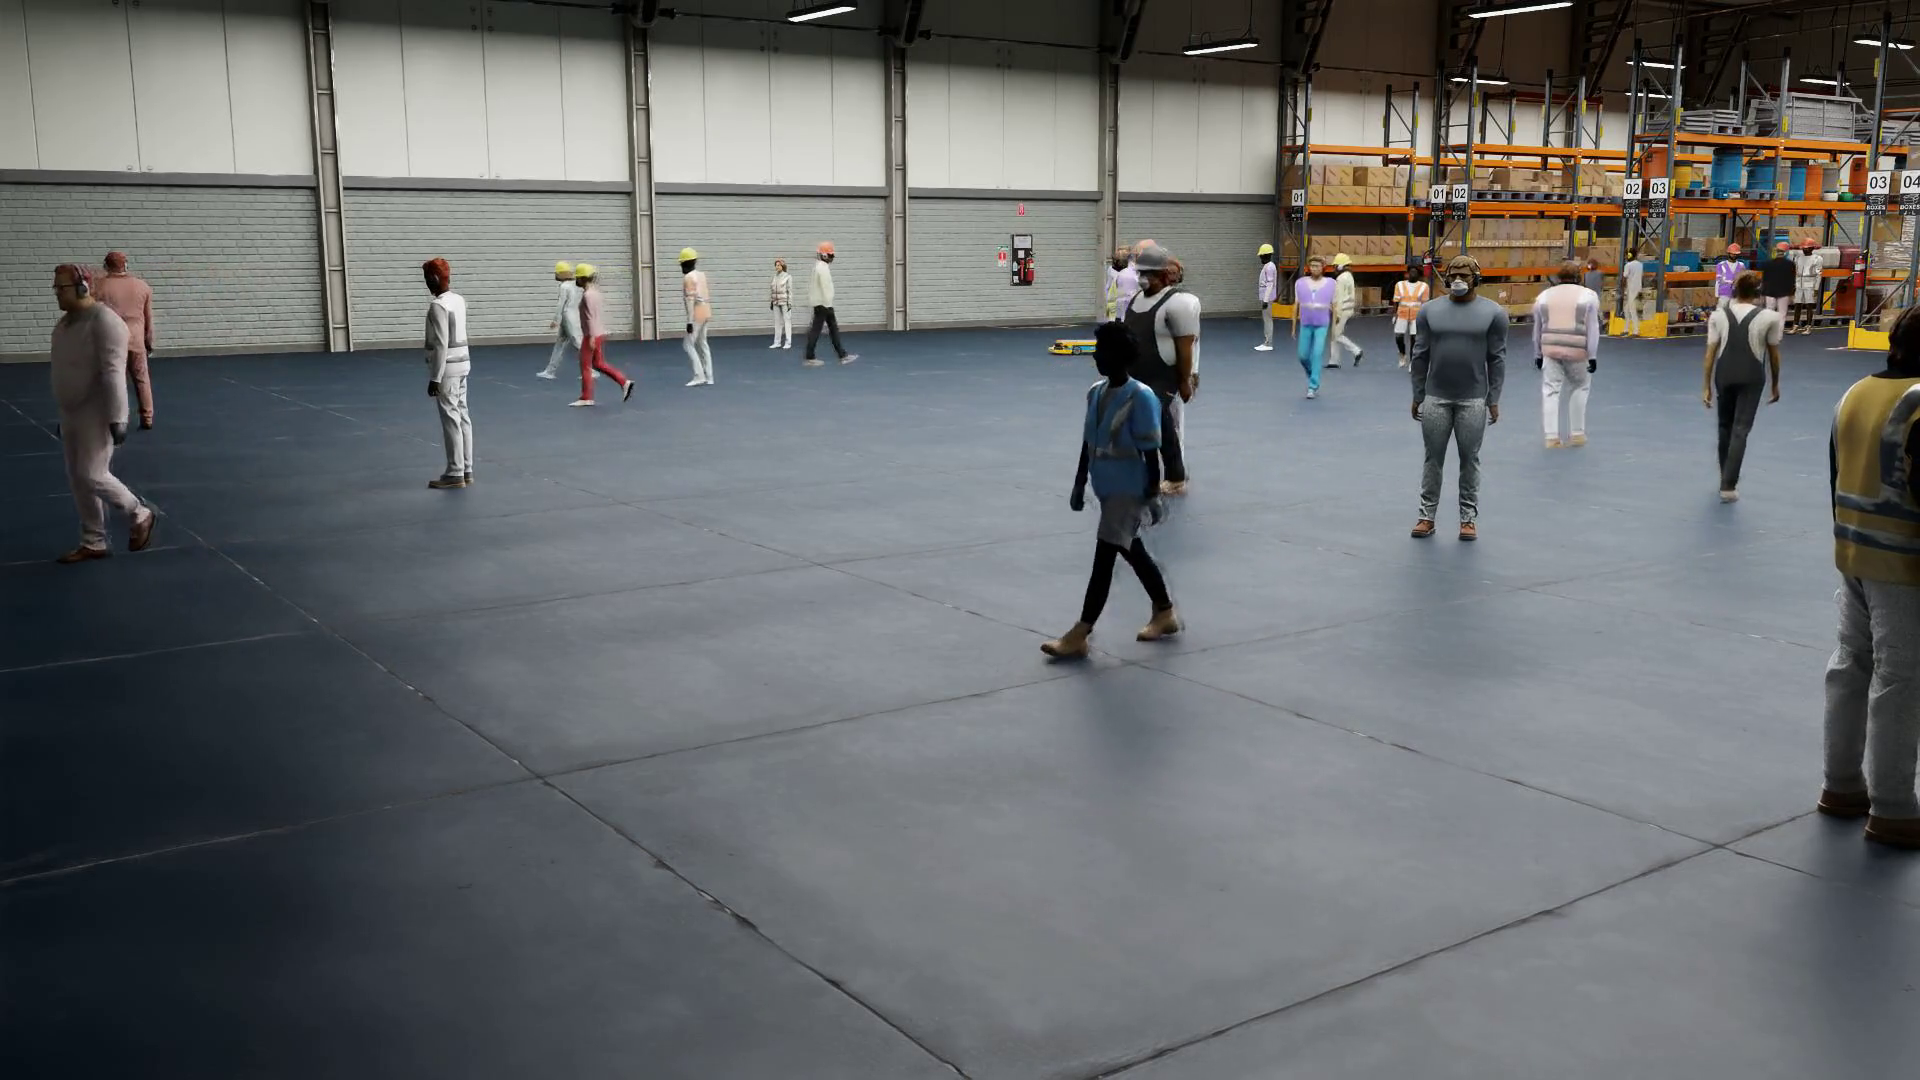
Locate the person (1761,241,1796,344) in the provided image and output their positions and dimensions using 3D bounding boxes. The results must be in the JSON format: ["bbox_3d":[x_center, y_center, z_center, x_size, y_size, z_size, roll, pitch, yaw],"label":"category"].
[{"bbox_3d":[15.602,-4.710,31.771,0.582,1.979,0.621,-10,14,-42],"label":"person"}]

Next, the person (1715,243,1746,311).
[{"bbox_3d":[14.919,-4.771,32.240,0.541,1.930,0.388,2,10,8],"label":"person"}]

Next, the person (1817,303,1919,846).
[{"bbox_3d":[3.230,0.112,5.706,0.429,1.838,0.622,0,10,-2],"label":"person"}]

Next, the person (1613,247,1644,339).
[{"bbox_3d":[13.588,-5.009,33.780,0.596,1.834,0.731,-8,13,-38],"label":"person"}]

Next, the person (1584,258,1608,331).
[{"bbox_3d":[13.761,-5.313,36.070,0.715,1.615,0.501,-5,11,-25],"label":"person"}]

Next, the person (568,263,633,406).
[{"bbox_3d":[-4.402,-2.492,20.254,0.710,1.746,0.534,-1,10,-5],"label":"person"}]

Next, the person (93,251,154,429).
[{"bbox_3d":[-8.893,-2.102,17.648,0.407,1.906,0.655,8,13,37],"label":"person"}]

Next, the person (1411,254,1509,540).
[{"bbox_3d":[3.382,-0.966,11.336,0.629,1.940,0.373,5,11,23],"label":"person"}]

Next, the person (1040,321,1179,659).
[{"bbox_3d":[0.790,-0.258,8.249,0.886,1.648,0.547,-5,11,-25],"label":"person"}]

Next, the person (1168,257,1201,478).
[{"bbox_3d":[1.768,-1.461,14.206,0.583,1.881,0.350,-1,10,-8],"label":"person"}]

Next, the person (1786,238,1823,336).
[{"bbox_3d":[17.660,-5.289,34.773,0.391,2.034,0.605,-7,13,-34],"label":"person"}]

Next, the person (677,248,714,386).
[{"bbox_3d":[-3.685,-3.075,23.036,0.486,1.899,0.604,2,11,10],"label":"person"}]

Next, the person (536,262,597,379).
[{"bbox_3d":[-5.712,-3.173,24.110,0.890,1.695,0.492,-2,10,-8],"label":"person"}]

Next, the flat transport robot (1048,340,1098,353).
[{"bbox_3d":[2.319,-3.416,29.340,1.431,0.197,0.652,-1,10,-7],"label":"flat transport robot"}]

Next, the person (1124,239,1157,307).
[{"bbox_3d":[2.303,-2.747,20.879,0.608,2.029,0.461,-8,13,-38],"label":"person"}]

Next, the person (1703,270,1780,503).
[{"bbox_3d":[6.159,-1.216,13.109,0.514,1.794,0.974,8,13,38],"label":"person"}]

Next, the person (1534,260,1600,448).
[{"bbox_3d":[5.976,-1.817,16.315,0.661,1.818,0.726,8,13,37],"label":"person"}]

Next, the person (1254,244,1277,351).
[{"bbox_3d":[5.552,-4.394,30.156,0.362,1.928,0.587,1,10,7],"label":"person"}]

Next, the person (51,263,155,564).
[{"bbox_3d":[-5.494,-0.794,10.517,0.671,1.891,0.473,6,12,31],"label":"person"}]

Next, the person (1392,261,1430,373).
[{"bbox_3d":[6.812,-3.361,25.135,0.542,1.685,0.378,4,11,19],"label":"person"}]

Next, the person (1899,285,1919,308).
[{"bbox_3d":[19.217,-4.984,33.399,0.632,1.932,0.372,5,12,26],"label":"person"}]

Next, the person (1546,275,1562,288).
[{"bbox_3d":[15.265,-6.529,42.672,0.268,1.630,0.507,-7,12,-32],"label":"person"}]

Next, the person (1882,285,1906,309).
[{"bbox_3d":[19.489,-5.044,34.569,0.543,1.606,0.521,-6,12,-28],"label":"person"}]

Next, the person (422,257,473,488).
[{"bbox_3d":[-4.223,-1.363,13.690,0.354,1.874,0.573,1,10,3],"label":"person"}]

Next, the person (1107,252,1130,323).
[{"bbox_3d":[2.391,-3.348,24.684,0.430,1.837,0.626,2,11,10],"label":"person"}]

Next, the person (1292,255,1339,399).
[{"bbox_3d":[4.548,-2.733,21.304,0.588,1.831,0.524,5,11,24],"label":"person"}]

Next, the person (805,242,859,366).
[{"bbox_3d":[-2.050,-3.753,26.548,0.954,1.949,0.658,-1,10,-4],"label":"person"}]

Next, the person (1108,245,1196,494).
[{"bbox_3d":[1.445,-1.329,13.046,1.027,2.000,0.692,-5,11,-26],"label":"person"}]

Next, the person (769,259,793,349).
[{"bbox_3d":[-3.302,-4.354,30.727,0.511,1.641,0.308,7,12,34],"label":"person"}]

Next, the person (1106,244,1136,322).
[{"bbox_3d":[2.554,-3.647,26.031,0.630,1.940,0.372,7,12,33],"label":"person"}]

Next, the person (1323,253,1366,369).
[{"bbox_3d":[5.940,-3.519,25.683,0.615,1.807,0.596,4,11,20],"label":"person"}]
